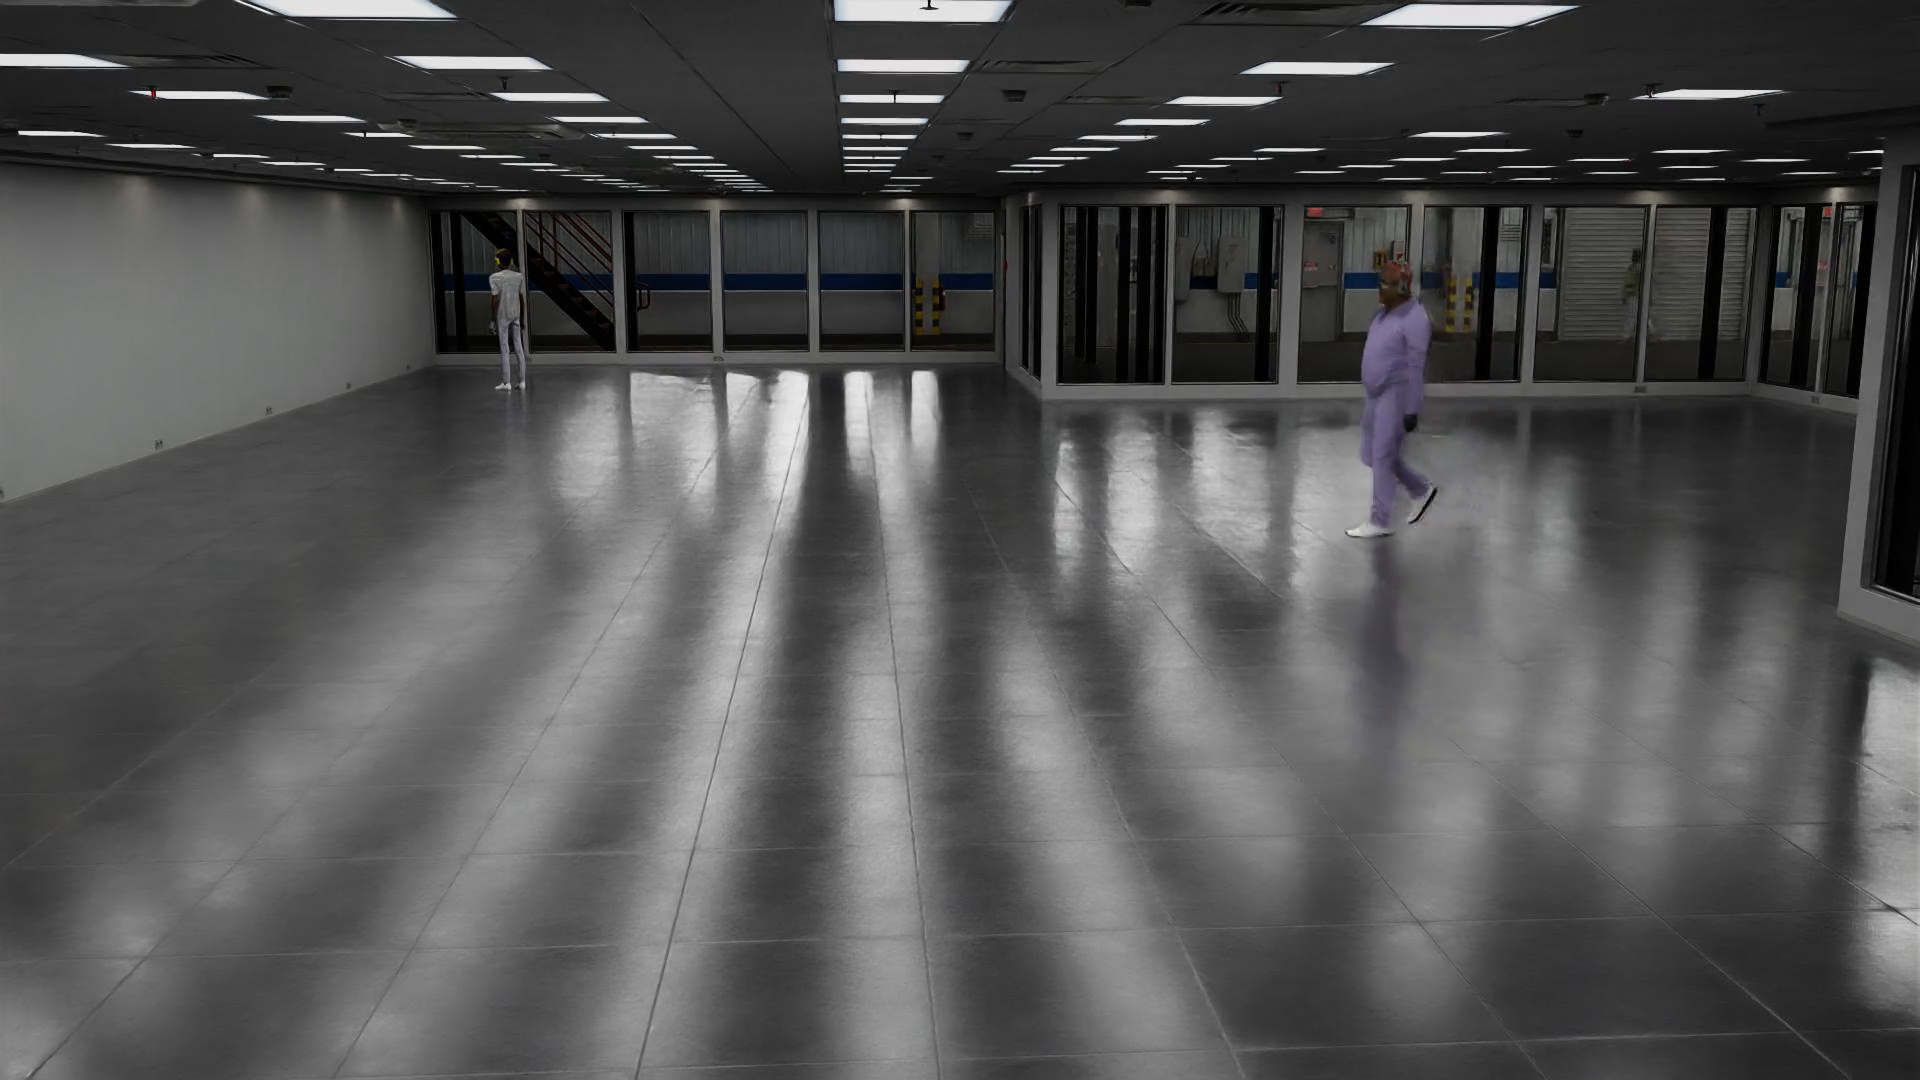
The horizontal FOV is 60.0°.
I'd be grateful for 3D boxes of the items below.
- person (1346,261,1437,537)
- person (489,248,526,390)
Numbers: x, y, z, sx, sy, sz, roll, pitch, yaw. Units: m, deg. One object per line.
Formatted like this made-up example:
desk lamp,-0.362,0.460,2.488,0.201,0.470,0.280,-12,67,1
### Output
person,2.986,-0.959,11.385,0.619,1.892,0.659,-2,11,-8
person,-5.991,-2.912,21.996,0.515,1.873,0.329,-10,14,-42
